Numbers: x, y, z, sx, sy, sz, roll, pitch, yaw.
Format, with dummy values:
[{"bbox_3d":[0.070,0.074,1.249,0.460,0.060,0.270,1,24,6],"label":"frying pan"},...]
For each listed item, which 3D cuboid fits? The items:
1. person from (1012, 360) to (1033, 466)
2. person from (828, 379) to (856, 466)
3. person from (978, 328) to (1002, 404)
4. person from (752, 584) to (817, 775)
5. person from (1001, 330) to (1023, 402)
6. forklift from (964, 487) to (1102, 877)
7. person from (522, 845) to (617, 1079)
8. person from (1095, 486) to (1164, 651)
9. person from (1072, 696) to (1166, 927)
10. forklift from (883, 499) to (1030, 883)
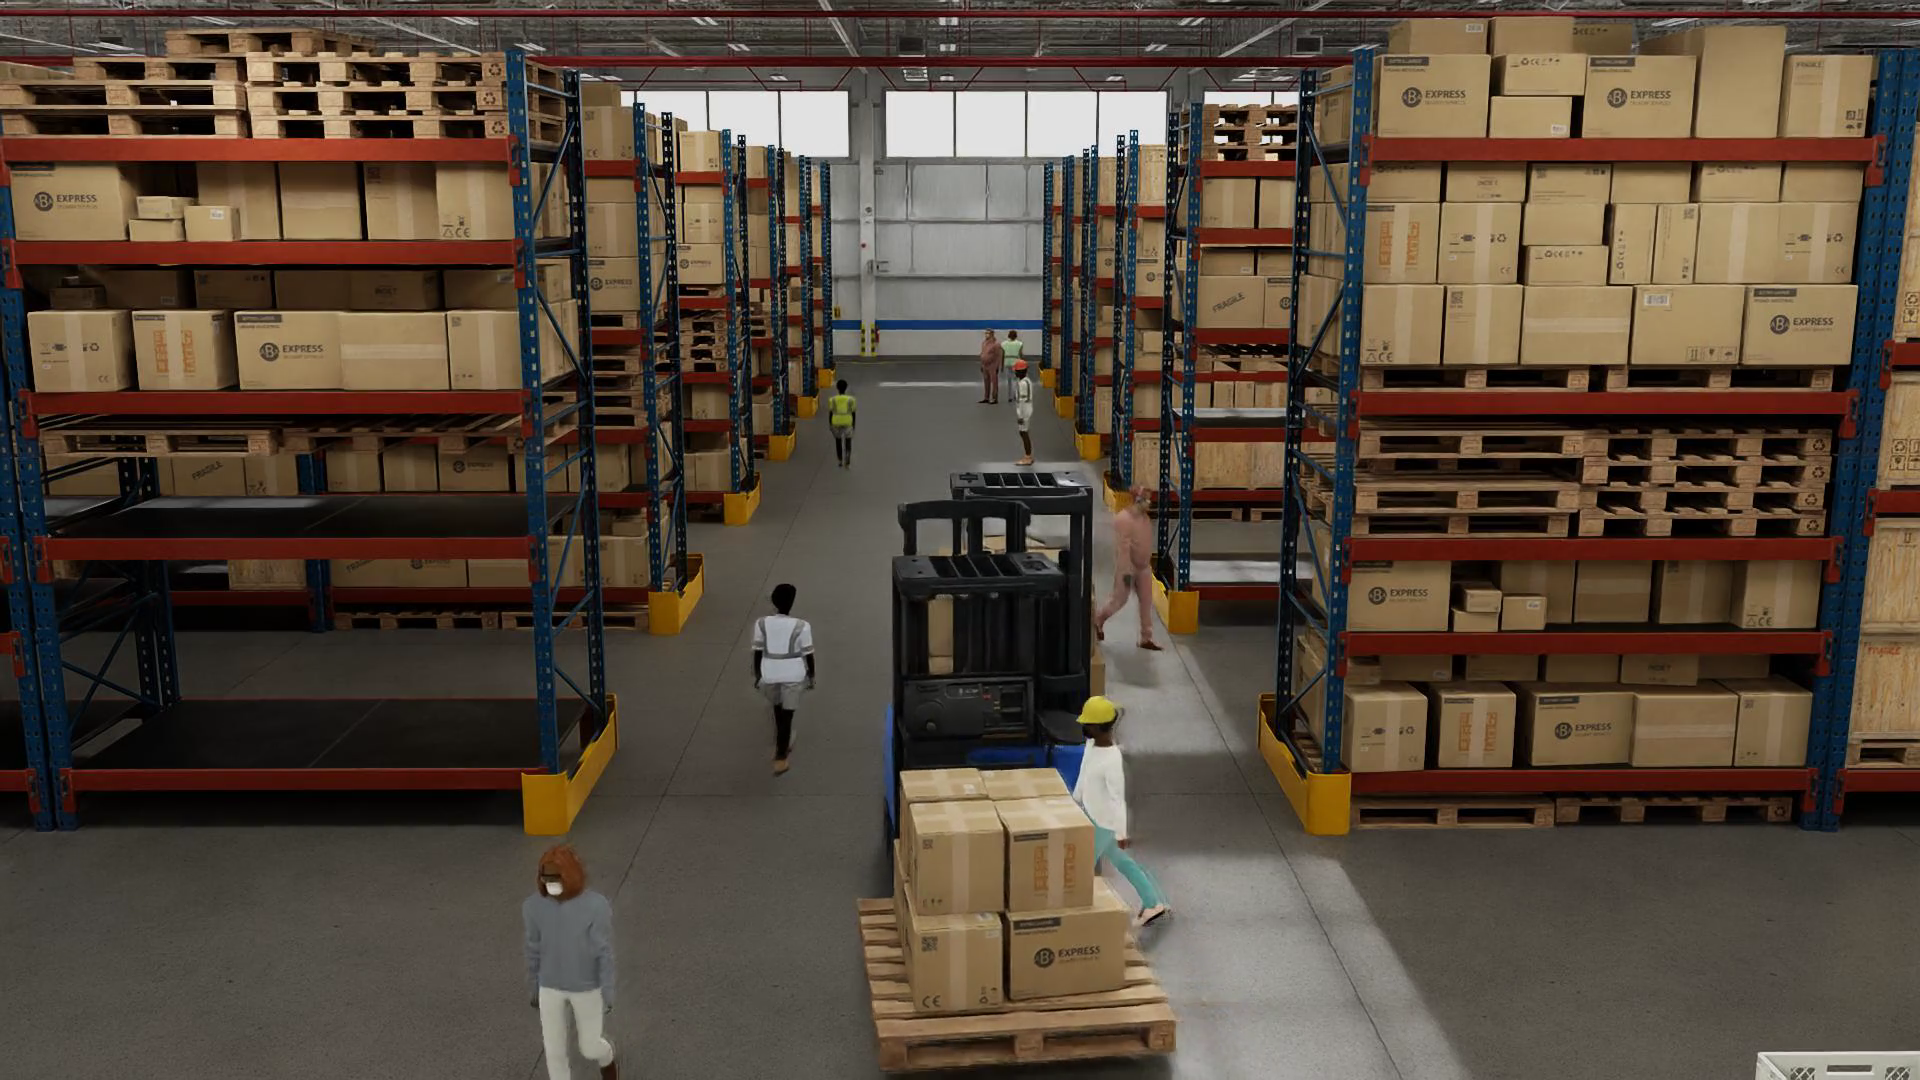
[{"bbox_3d":[1.197,-2.439,31.917,0.424,2.033,0.606,2,12,9],"label":"person"},{"bbox_3d":[-2.247,-2.225,31.698,0.540,1.686,0.416,-1,11,-5],"label":"person"},{"bbox_3d":[0.744,-4.362,41.741,0.400,1.910,0.643,-10,15,-42],"label":"person"},{"bbox_3d":[-1.524,1.193,14.801,0.552,1.656,0.845,3,12,16],"label":"person"},{"bbox_3d":[1.334,-4.449,42.397,0.584,1.807,0.873,1,11,6],"label":"person"},{"bbox_3d":[0.495,0.986,12.813,1.129,2.768,1.873,0,11,-2],"label":"forklift"},{"bbox_3d":[-2.089,2.393,8.986,0.509,1.613,0.546,1,11,7],"label":"person"},{"bbox_3d":[1.897,0.296,18.790,0.895,1.862,0.631,11,16,43],"label":"person"},{"bbox_3d":[1.007,1.876,11.291,0.924,1.724,0.518,-2,12,-8],"label":"person"},{"bbox_3d":[0.023,1.102,12.239,1.129,2.768,1.873,-1,11,-7],"label":"forklift"}]
